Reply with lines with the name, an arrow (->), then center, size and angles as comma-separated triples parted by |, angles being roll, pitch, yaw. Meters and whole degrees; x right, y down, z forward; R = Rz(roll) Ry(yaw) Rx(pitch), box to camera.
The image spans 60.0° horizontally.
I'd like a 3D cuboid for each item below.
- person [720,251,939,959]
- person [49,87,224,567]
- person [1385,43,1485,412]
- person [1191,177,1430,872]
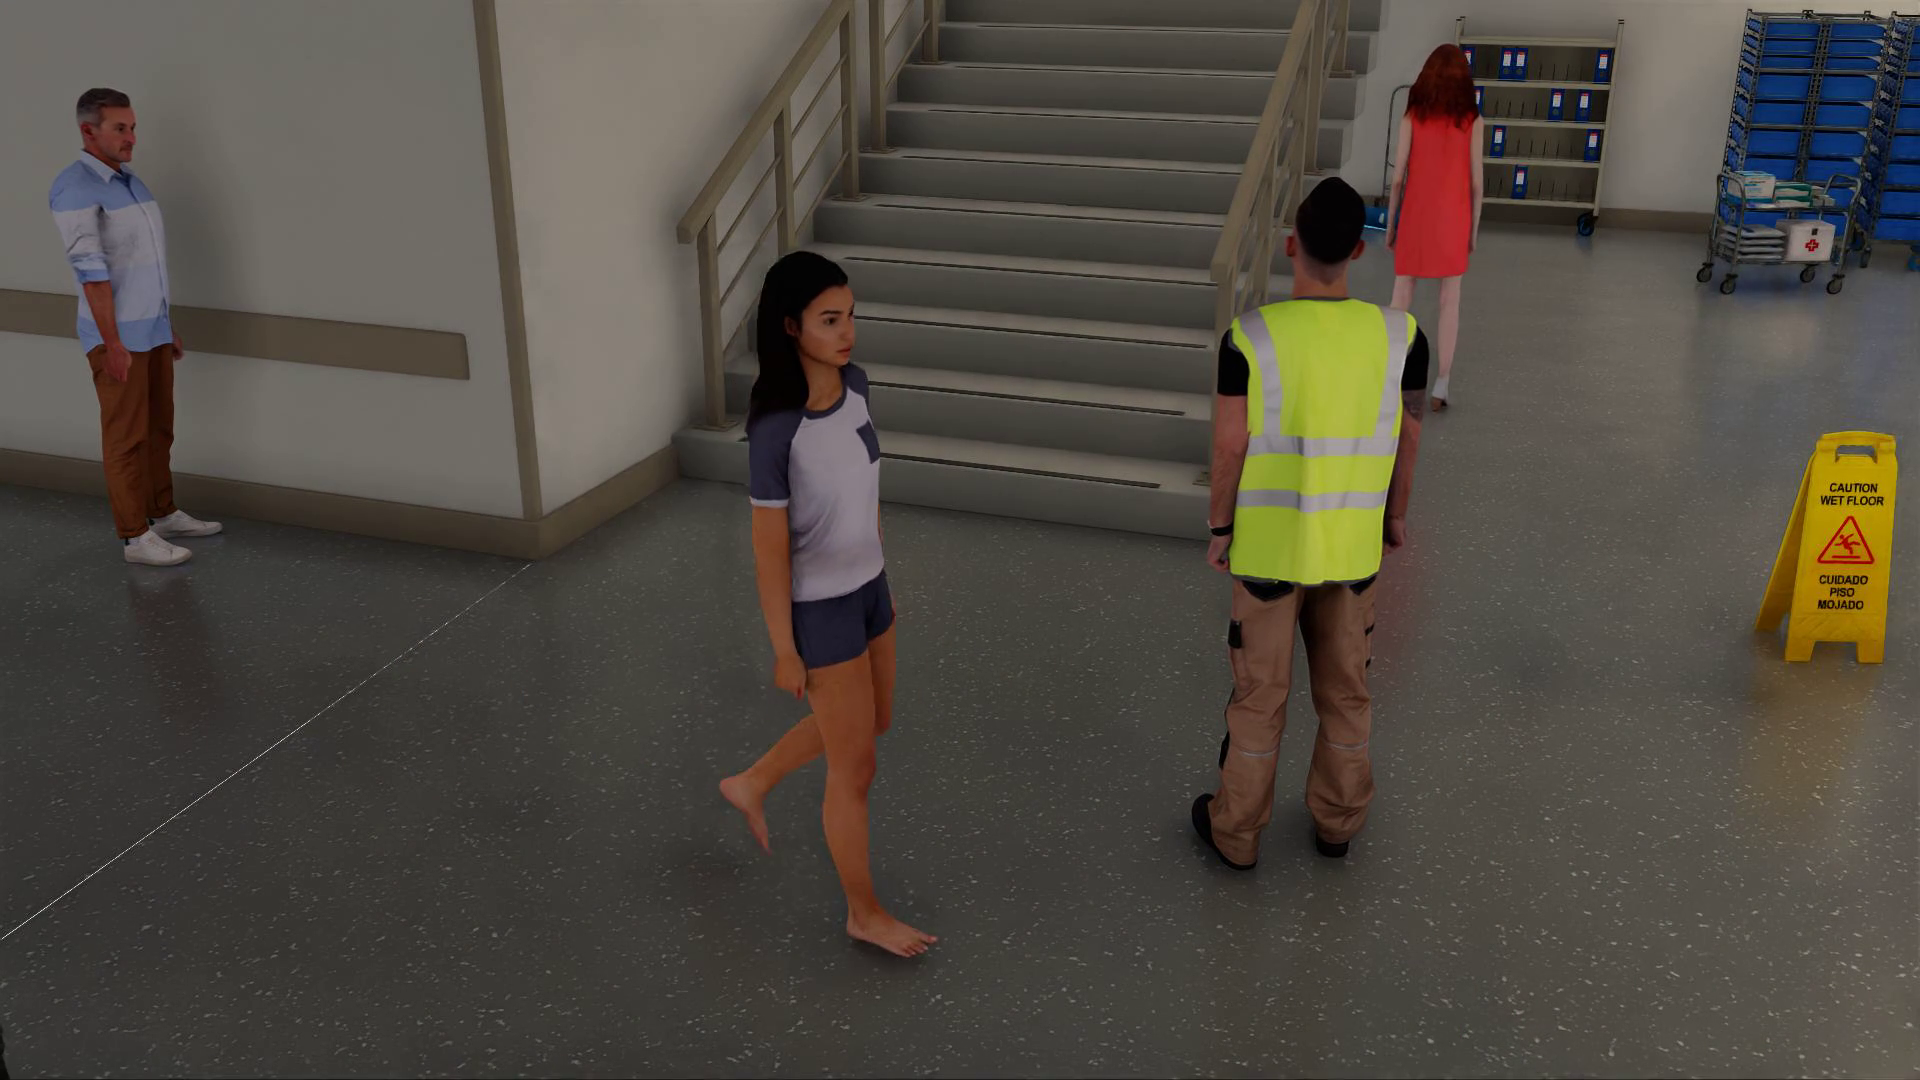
person -> -0.362, 0.154, 4.034 | 0.710, 1.721, 0.860 | 9, 23, 23
person -> -3.249, -0.827, 6.484 | 0.816, 1.822, 0.648 | 0, 21, -1
person -> 2.396, -1.566, 8.431 | 0.597, 1.823, 0.495 | 7, 22, 19
person -> 0.885, -0.007, 4.281 | 0.829, 1.847, 0.869 | -2, 21, -7
